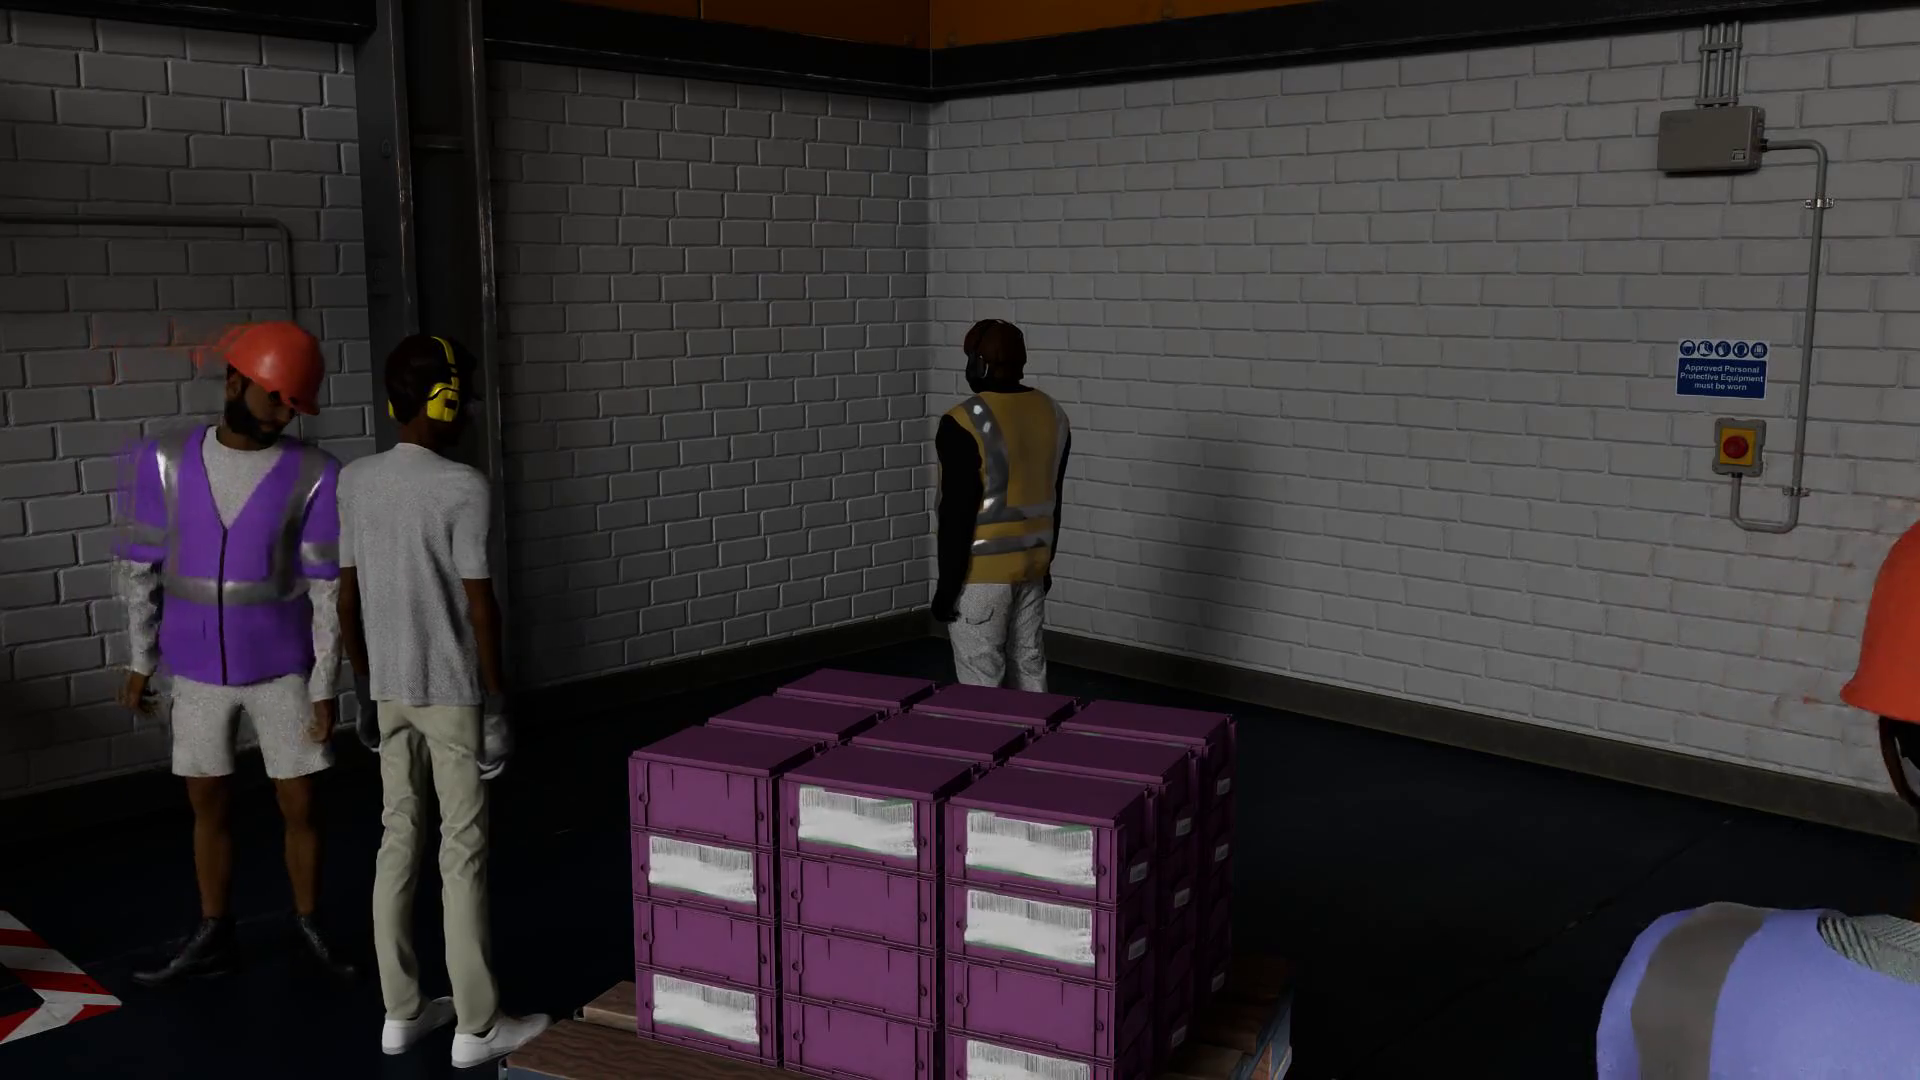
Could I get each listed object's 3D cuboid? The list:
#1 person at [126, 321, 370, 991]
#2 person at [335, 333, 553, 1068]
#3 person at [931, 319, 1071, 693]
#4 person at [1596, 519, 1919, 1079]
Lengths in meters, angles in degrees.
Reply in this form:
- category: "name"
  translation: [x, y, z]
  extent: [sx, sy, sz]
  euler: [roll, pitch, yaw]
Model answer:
- category: "person"
  translation: [-2.024, 0.353, 4.555]
  extent: [0.705, 1.891, 0.375]
  euler: [-1, 9, -6]
- category: "person"
  translation: [-1.345, 0.409, 4.251]
  extent: [0.513, 1.864, 0.337]
  euler: [4, 10, 25]
- category: "person"
  translation: [0.122, 0.114, 6.122]
  extent: [0.429, 1.843, 0.633]
  euler: [8, 12, 41]
- category: "person"
  translation: [0.708, 0.883, 1.246]
  extent: [0.897, 1.903, 0.557]
  euler: [-7, 11, -35]
